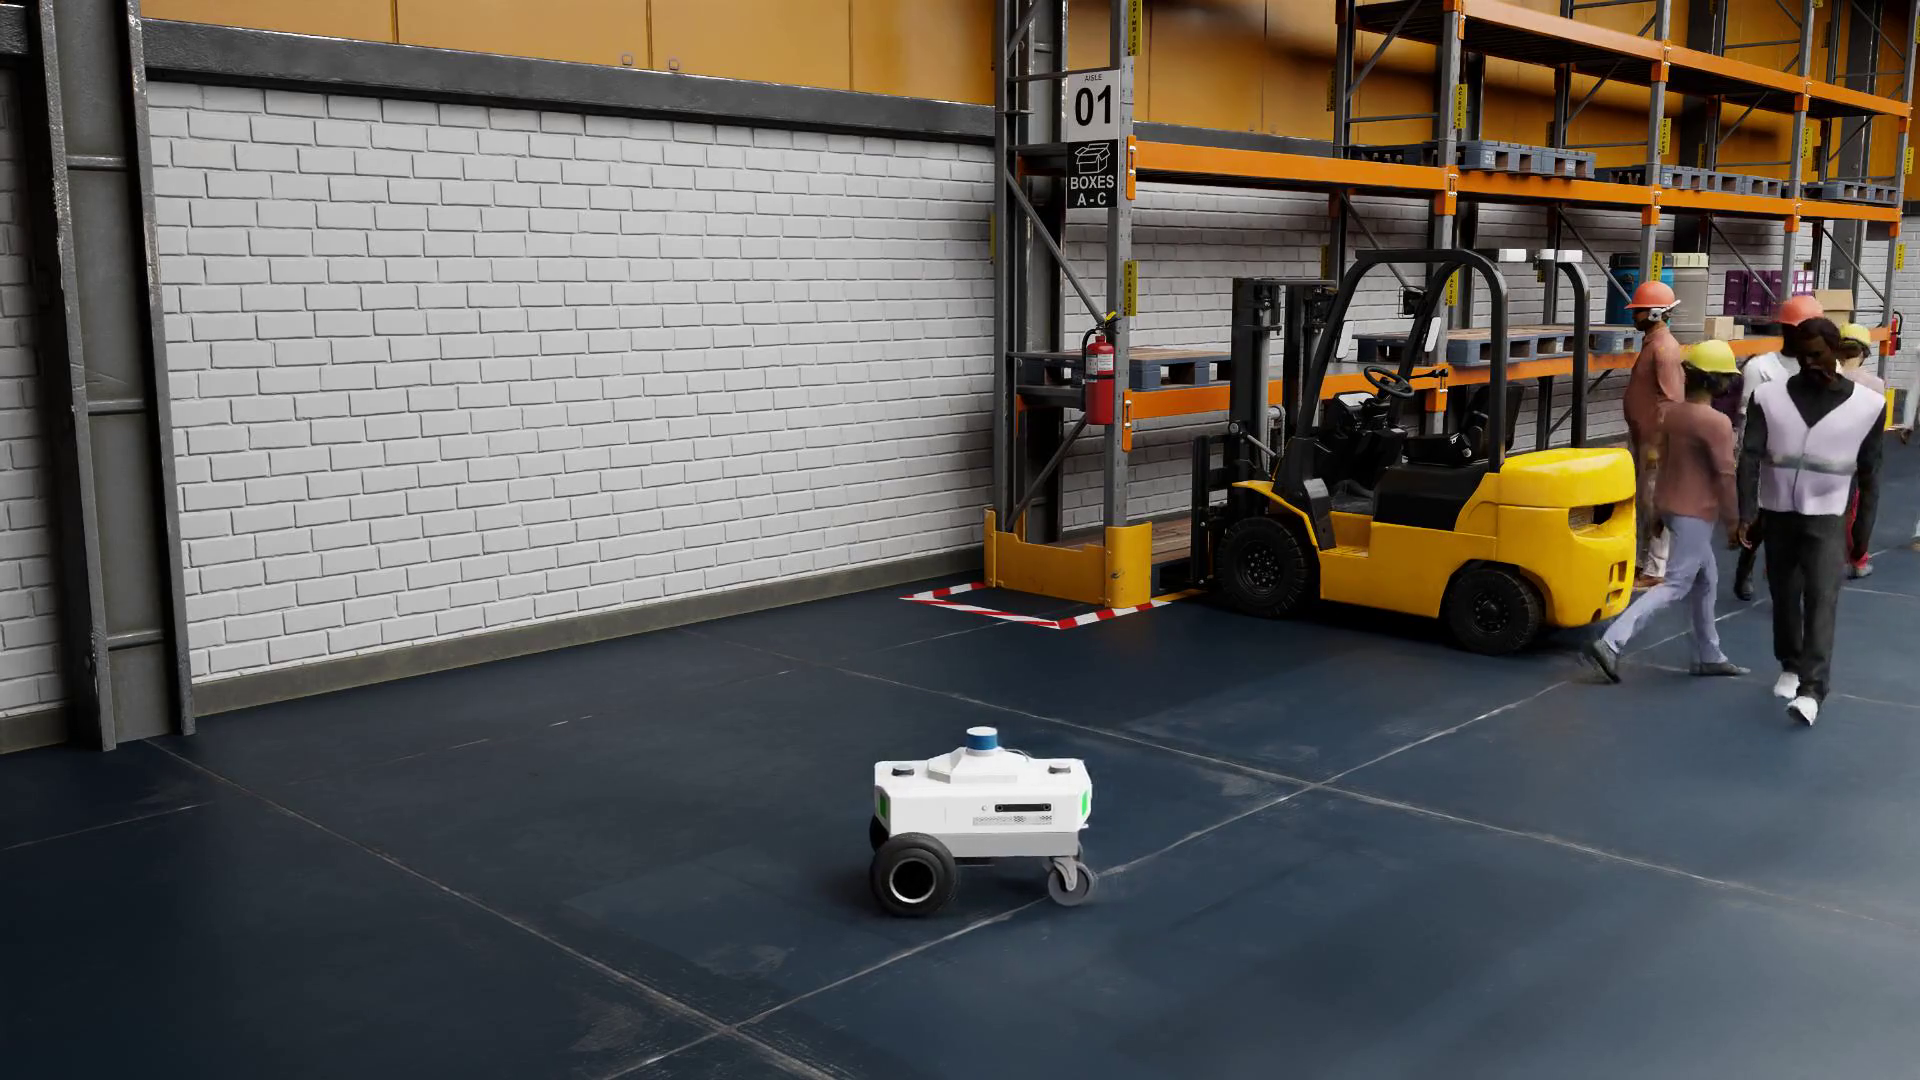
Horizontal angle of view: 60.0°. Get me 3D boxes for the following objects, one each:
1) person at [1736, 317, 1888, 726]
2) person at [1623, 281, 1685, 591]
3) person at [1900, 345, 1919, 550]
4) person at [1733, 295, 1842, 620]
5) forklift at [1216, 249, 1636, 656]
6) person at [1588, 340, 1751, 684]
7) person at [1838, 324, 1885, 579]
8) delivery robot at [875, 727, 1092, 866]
[{"bbox_3d":[3.928,-0.102,7.736,0.574,1.850,1.006,7,11,36],"label":"person"},{"bbox_3d":[4.443,-0.666,10.736,0.397,1.992,0.621,2,10,15],"label":"person"},{"bbox_3d":[7.415,-0.861,12.388,0.924,1.838,0.576,-6,11,-31],"label":"person"},{"bbox_3d":[4.951,-0.500,9.949,0.557,1.918,0.541,1,9,7],"label":"person"},{"bbox_3d":[2.710,-0.584,9.626,2.313,2.155,1.214,9,13,43],"label":"forklift"},{"bbox_3d":[3.582,-0.132,8.294,0.867,1.732,0.534,0,9,-3],"label":"person"},{"bbox_3d":[5.756,-0.559,10.946,0.917,1.714,0.565,-6,11,-33],"label":"person"},{"bbox_3d":[0.073,0.861,5.489,0.707,0.478,0.477,0,9,-3],"label":"delivery robot"}]
